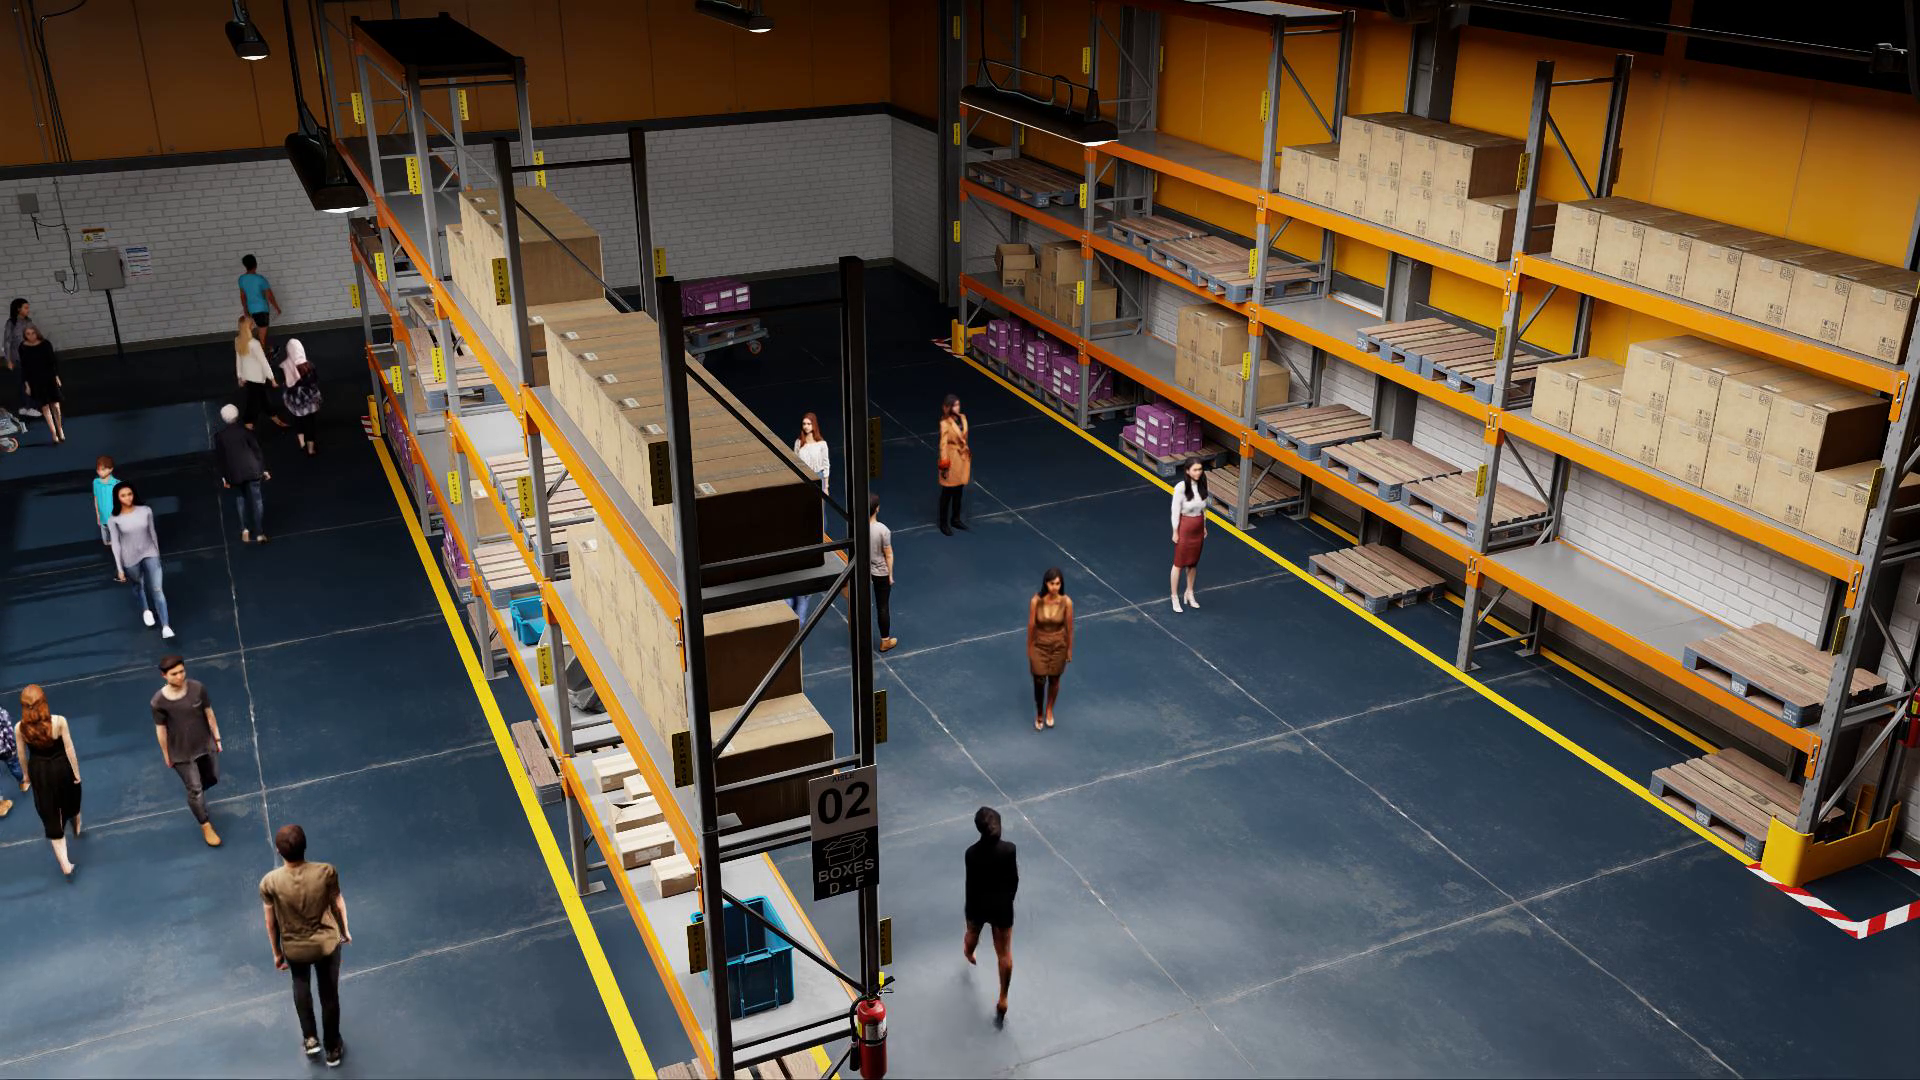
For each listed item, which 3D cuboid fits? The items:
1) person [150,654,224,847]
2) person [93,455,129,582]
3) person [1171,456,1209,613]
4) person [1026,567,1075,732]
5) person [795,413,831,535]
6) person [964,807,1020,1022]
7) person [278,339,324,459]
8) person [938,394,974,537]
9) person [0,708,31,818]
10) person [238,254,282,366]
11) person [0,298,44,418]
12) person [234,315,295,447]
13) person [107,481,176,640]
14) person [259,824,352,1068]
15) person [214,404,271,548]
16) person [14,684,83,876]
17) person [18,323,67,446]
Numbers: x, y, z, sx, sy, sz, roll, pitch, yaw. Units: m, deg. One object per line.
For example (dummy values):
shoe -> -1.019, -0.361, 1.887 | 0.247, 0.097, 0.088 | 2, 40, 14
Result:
person -> -6.458, 1.692, 13.914 | 0.835, 1.696, 1.065 | -22, 32, -40
person -> -9.529, -0.292, 18.770 | 0.774, 1.442, 0.872 | 4, 24, 10
person -> 2.463, -0.069, 17.873 | 0.604, 1.751, 0.518 | -12, 26, -26
person -> 0.829, 0.989, 15.553 | 0.692, 1.671, 0.736 | -1, 24, -2
person -> -1.715, -0.654, 19.239 | 0.650, 1.728, 0.675 | 4, 24, 9
person -> 0.246, 2.673, 11.788 | 0.745, 1.601, 1.078 | -4, 24, -9
person -> -8.760, -1.850, 22.103 | 0.709, 1.627, 0.747 | -4, 24, -9
person -> -0.071, -0.909, 19.833 | 0.732, 1.720, 0.770 | 21, 31, 39
person -> -8.296, 1.795, 14.271 | 0.647, 1.220, 0.876 | -4, 24, -8
person -> -10.875, -3.492, 25.713 | 1.011, 1.743, 1.122 | 5, 24, 12
person -> -13.405, -2.583, 23.683 | 0.848, 1.703, 0.782 | 7, 25, 16
person -> -9.567, -2.075, 22.375 | 1.132, 1.821, 1.084 | 14, 27, 29
person -> -8.594, 0.193, 17.361 | 0.791, 1.682, 1.208 | -17, 29, -34
person -> -4.387, 2.784, 11.238 | 0.701, 1.837, 0.690 | -6, 24, -14
person -> -8.312, -0.729, 19.392 | 0.814, 1.771, 0.714 | -4, 24, -8
person -> -7.340, 1.963, 13.443 | 0.566, 1.576, 1.122 | -10, 26, -23
person -> -12.491, -2.140, 22.634 | 0.607, 1.733, 0.657 | -11, 26, -23
